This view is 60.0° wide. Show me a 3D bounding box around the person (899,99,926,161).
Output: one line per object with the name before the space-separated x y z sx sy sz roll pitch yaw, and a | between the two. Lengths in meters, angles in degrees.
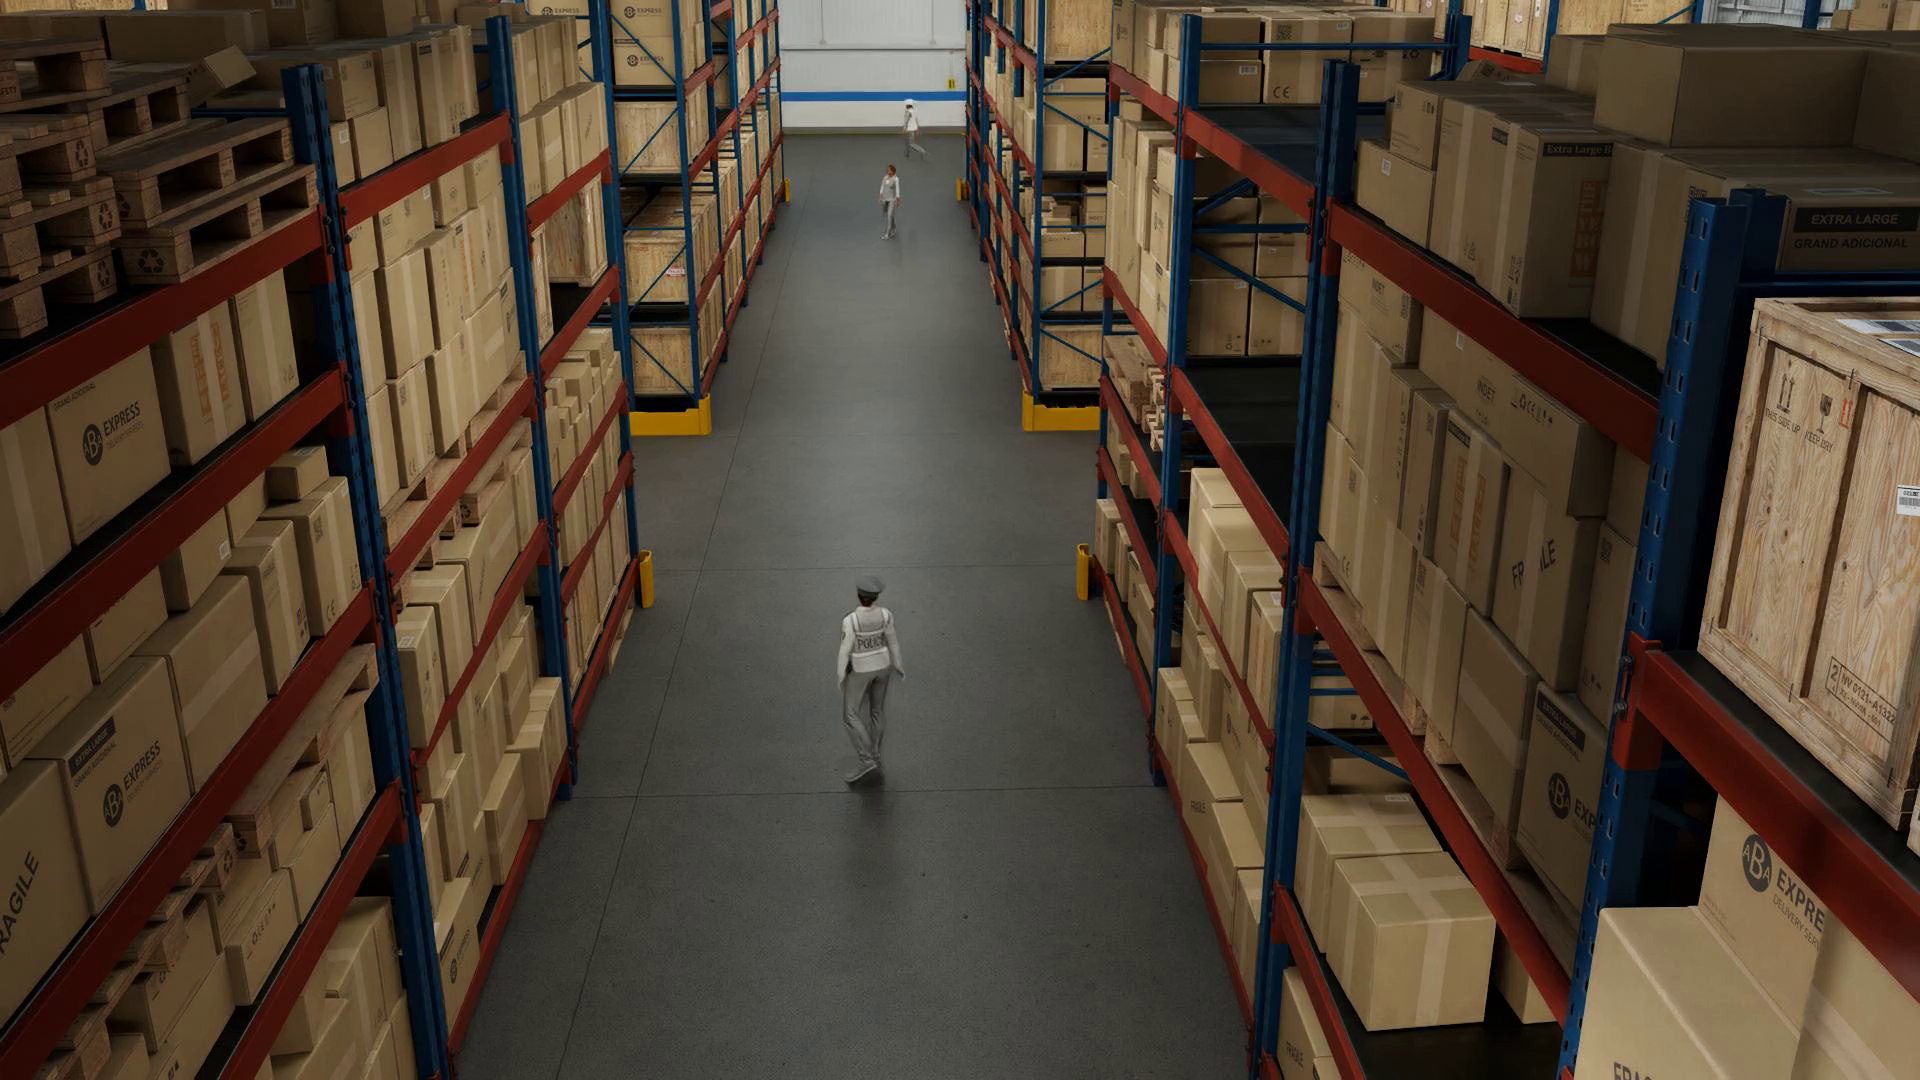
person | -1.402 -11.970 48.572 0.912 1.758 0.538 7 22 18

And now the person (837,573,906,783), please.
person | -0.718 1.114 13.632 0.652 1.666 0.590 -10 23 -26

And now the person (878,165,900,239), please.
person | -1.583 -7.511 36.876 0.413 1.559 0.821 12 24 29
